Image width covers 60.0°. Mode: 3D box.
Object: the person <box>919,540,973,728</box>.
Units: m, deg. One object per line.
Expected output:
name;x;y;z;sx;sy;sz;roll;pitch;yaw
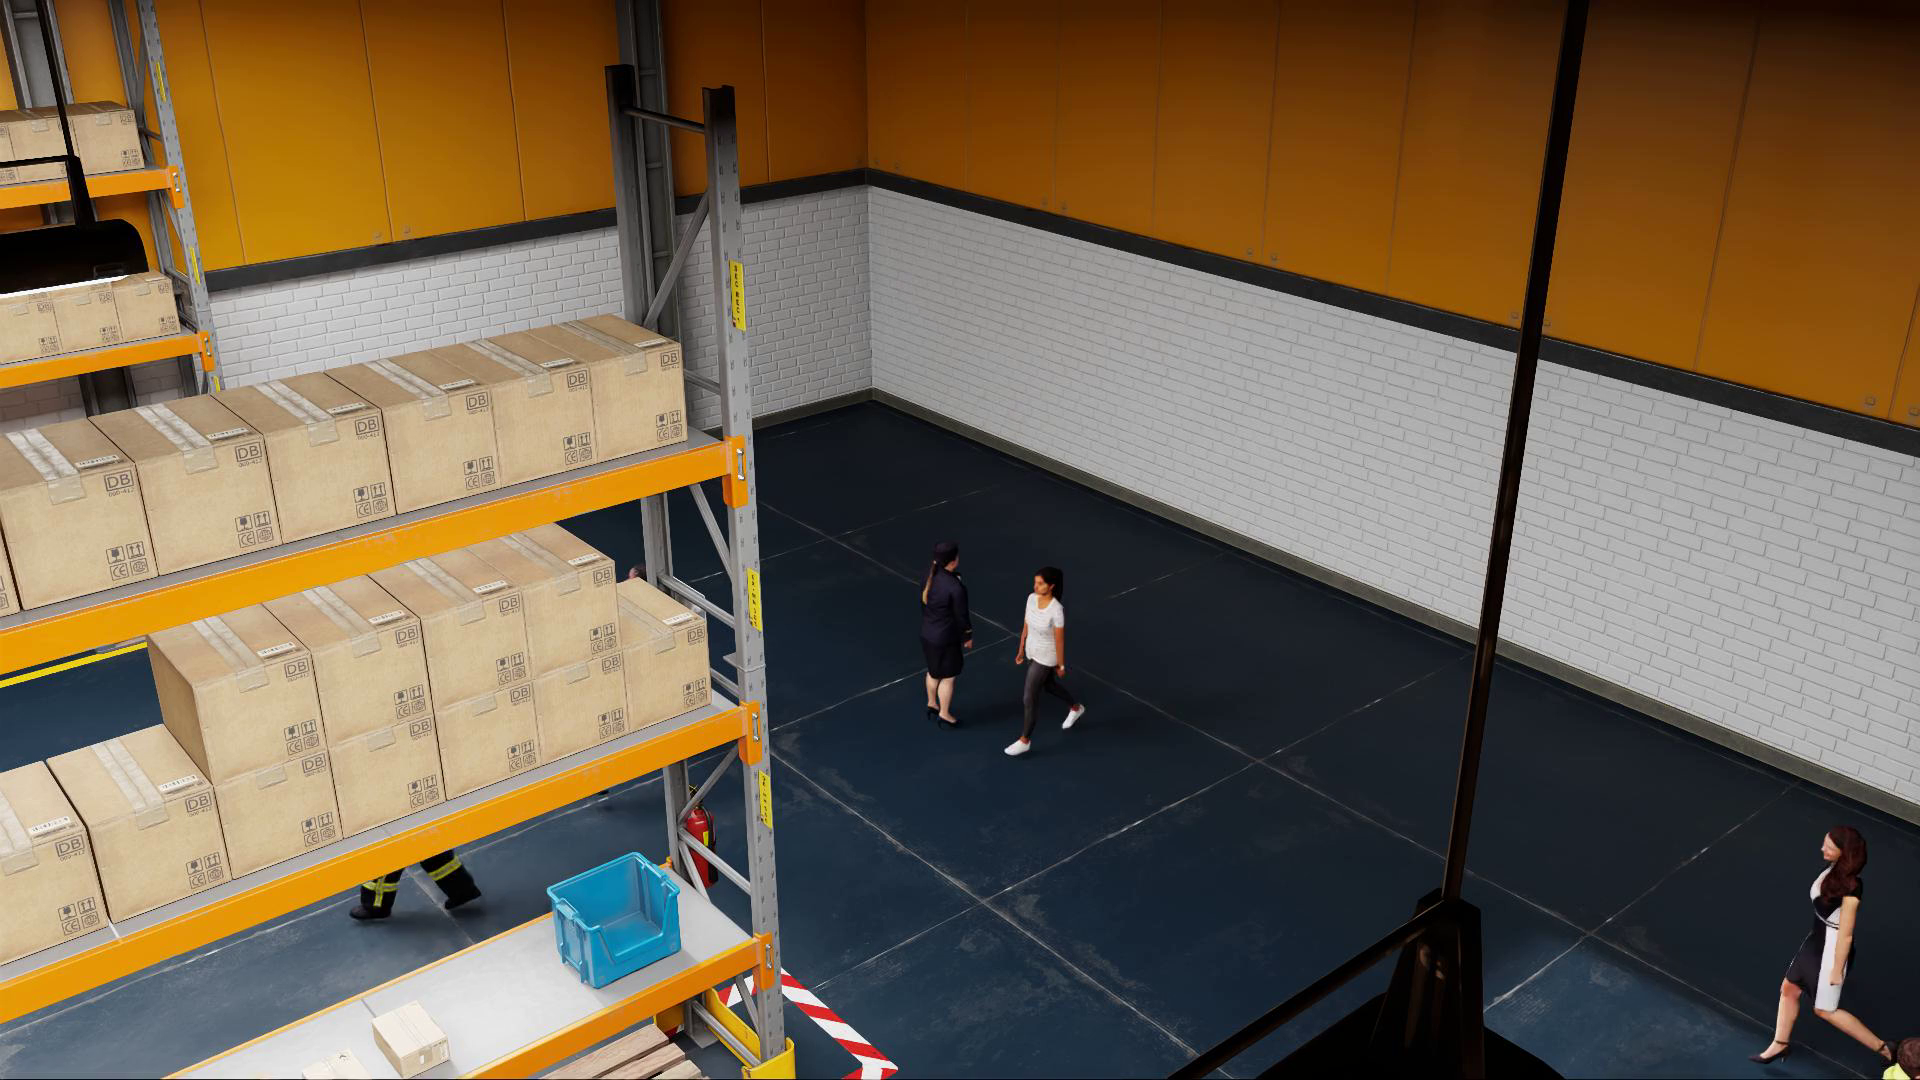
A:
person;-0.150;0.795;13.931;0.600;1.670;0.687;-18;30;-36

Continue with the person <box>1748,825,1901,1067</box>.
person;5.270;2.498;9.911;1.070;1.768;1.076;7;24;15

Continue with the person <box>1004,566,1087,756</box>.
person;0.744;0.951;13.654;1.136;1.605;0.694;-13;27;-27
